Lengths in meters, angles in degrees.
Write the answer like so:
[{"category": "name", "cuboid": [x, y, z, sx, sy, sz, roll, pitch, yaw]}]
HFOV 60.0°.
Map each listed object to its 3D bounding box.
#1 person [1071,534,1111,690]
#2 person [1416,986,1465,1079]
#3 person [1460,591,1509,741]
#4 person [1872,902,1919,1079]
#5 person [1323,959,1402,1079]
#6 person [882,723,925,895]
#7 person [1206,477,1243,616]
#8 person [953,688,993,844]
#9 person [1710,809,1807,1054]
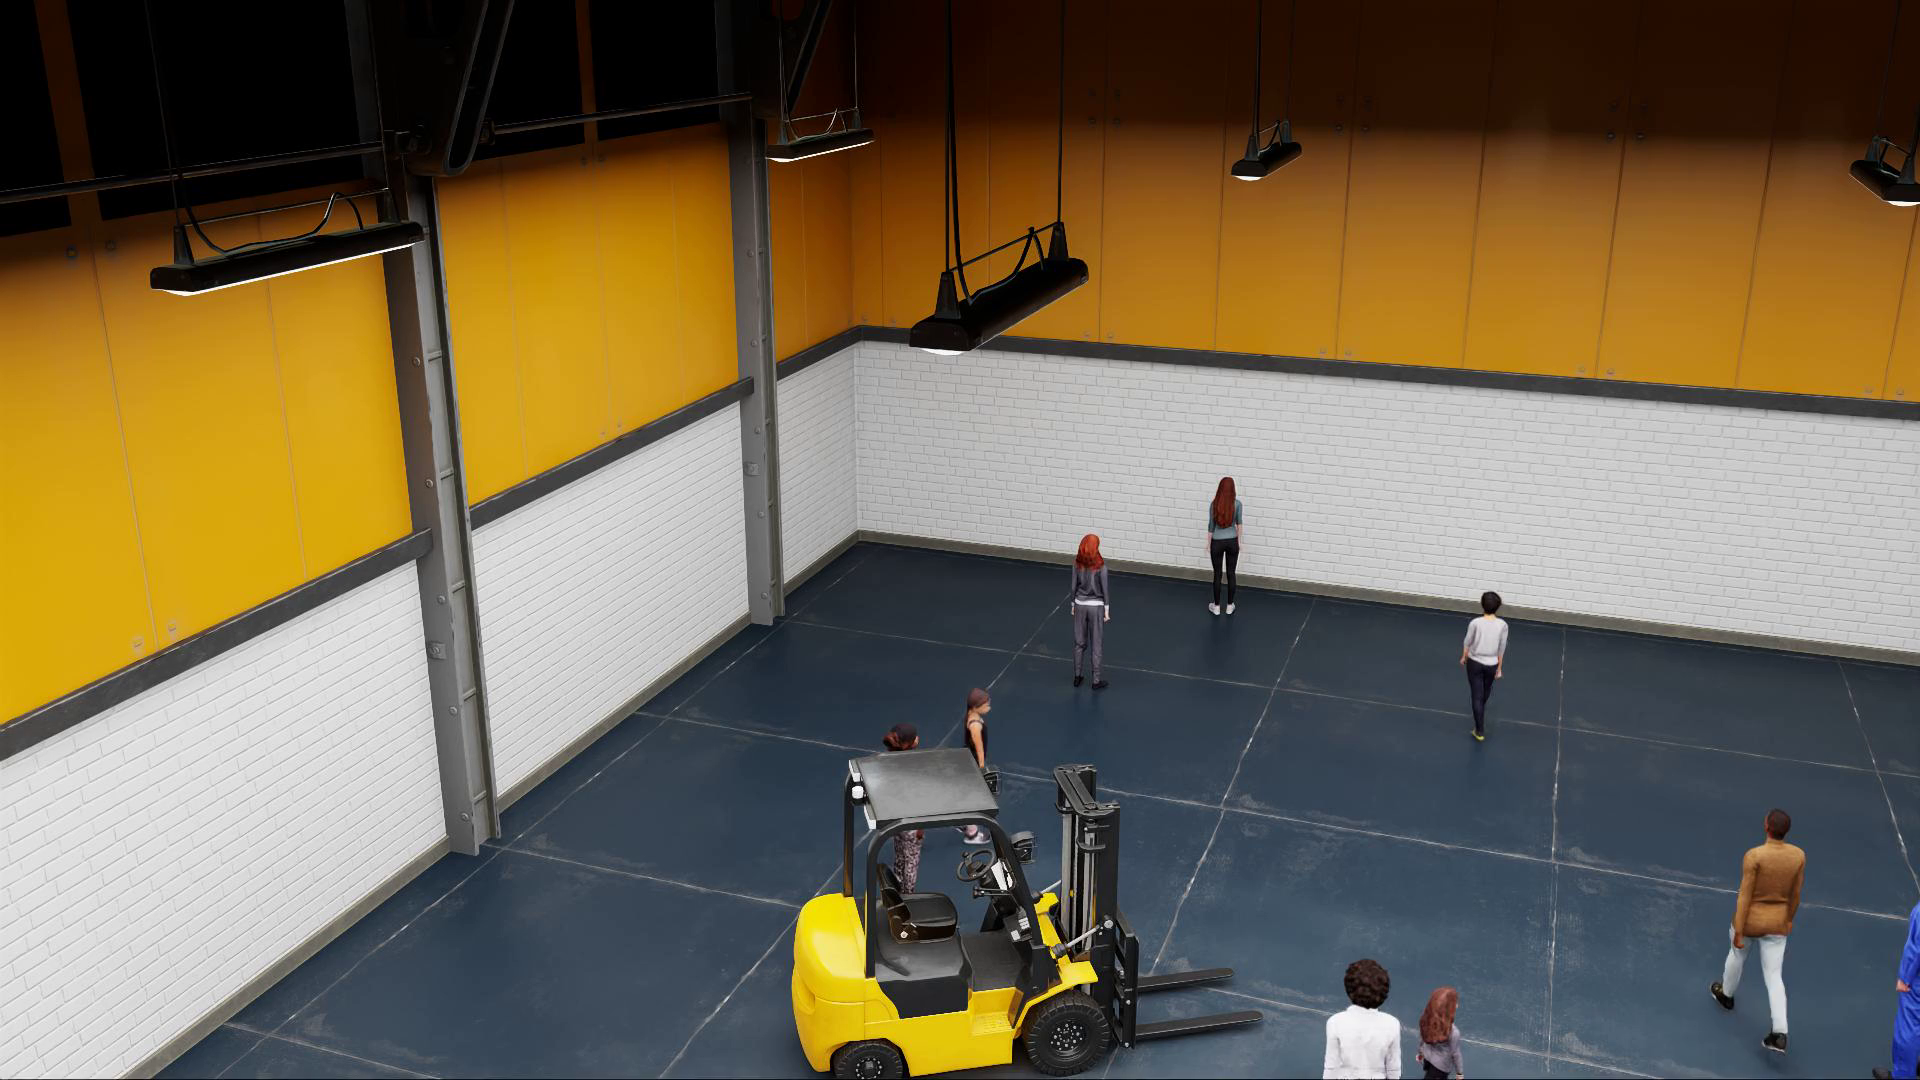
[{"category": "person", "cuboid": [1.422, 0.778, 18.316, 0.610, 1.779, 0.526, 9, 21, 26]}, {"category": "person", "cuboid": [3.187, 3.528, 11.254, 0.836, 1.074, 0.788, -8, 20, -22]}, {"category": "person", "cuboid": [5.403, 1.322, 17.121, 0.792, 1.512, 1.071, 0, 19, -1]}, {"category": "person", "cuboid": [6.791, 3.012, 11.612, 0.783, 1.823, 0.826, -7, 20, -21]}, {"category": "person", "cuboid": [2.484, 3.475, 10.303, 0.844, 1.783, 1.169, 2, 19, 5]}, {"category": "person", "cuboid": [-0.446, 2.312, 13.864, 0.742, 1.713, 0.680, -8, 20, -22]}, {"category": "person", "cuboid": [3.254, 0.064, 20.494, 0.654, 1.742, 0.635, 0, 19, 0]}, {"category": "person", "cuboid": [0.060, 2.049, 14.911, 0.713, 1.544, 0.690, -2, 19, -6]}, {"category": "person", "cuboid": [5.901, 2.865, 12.125, 0.939, 1.776, 1.293, 1, 19, 2]}]
